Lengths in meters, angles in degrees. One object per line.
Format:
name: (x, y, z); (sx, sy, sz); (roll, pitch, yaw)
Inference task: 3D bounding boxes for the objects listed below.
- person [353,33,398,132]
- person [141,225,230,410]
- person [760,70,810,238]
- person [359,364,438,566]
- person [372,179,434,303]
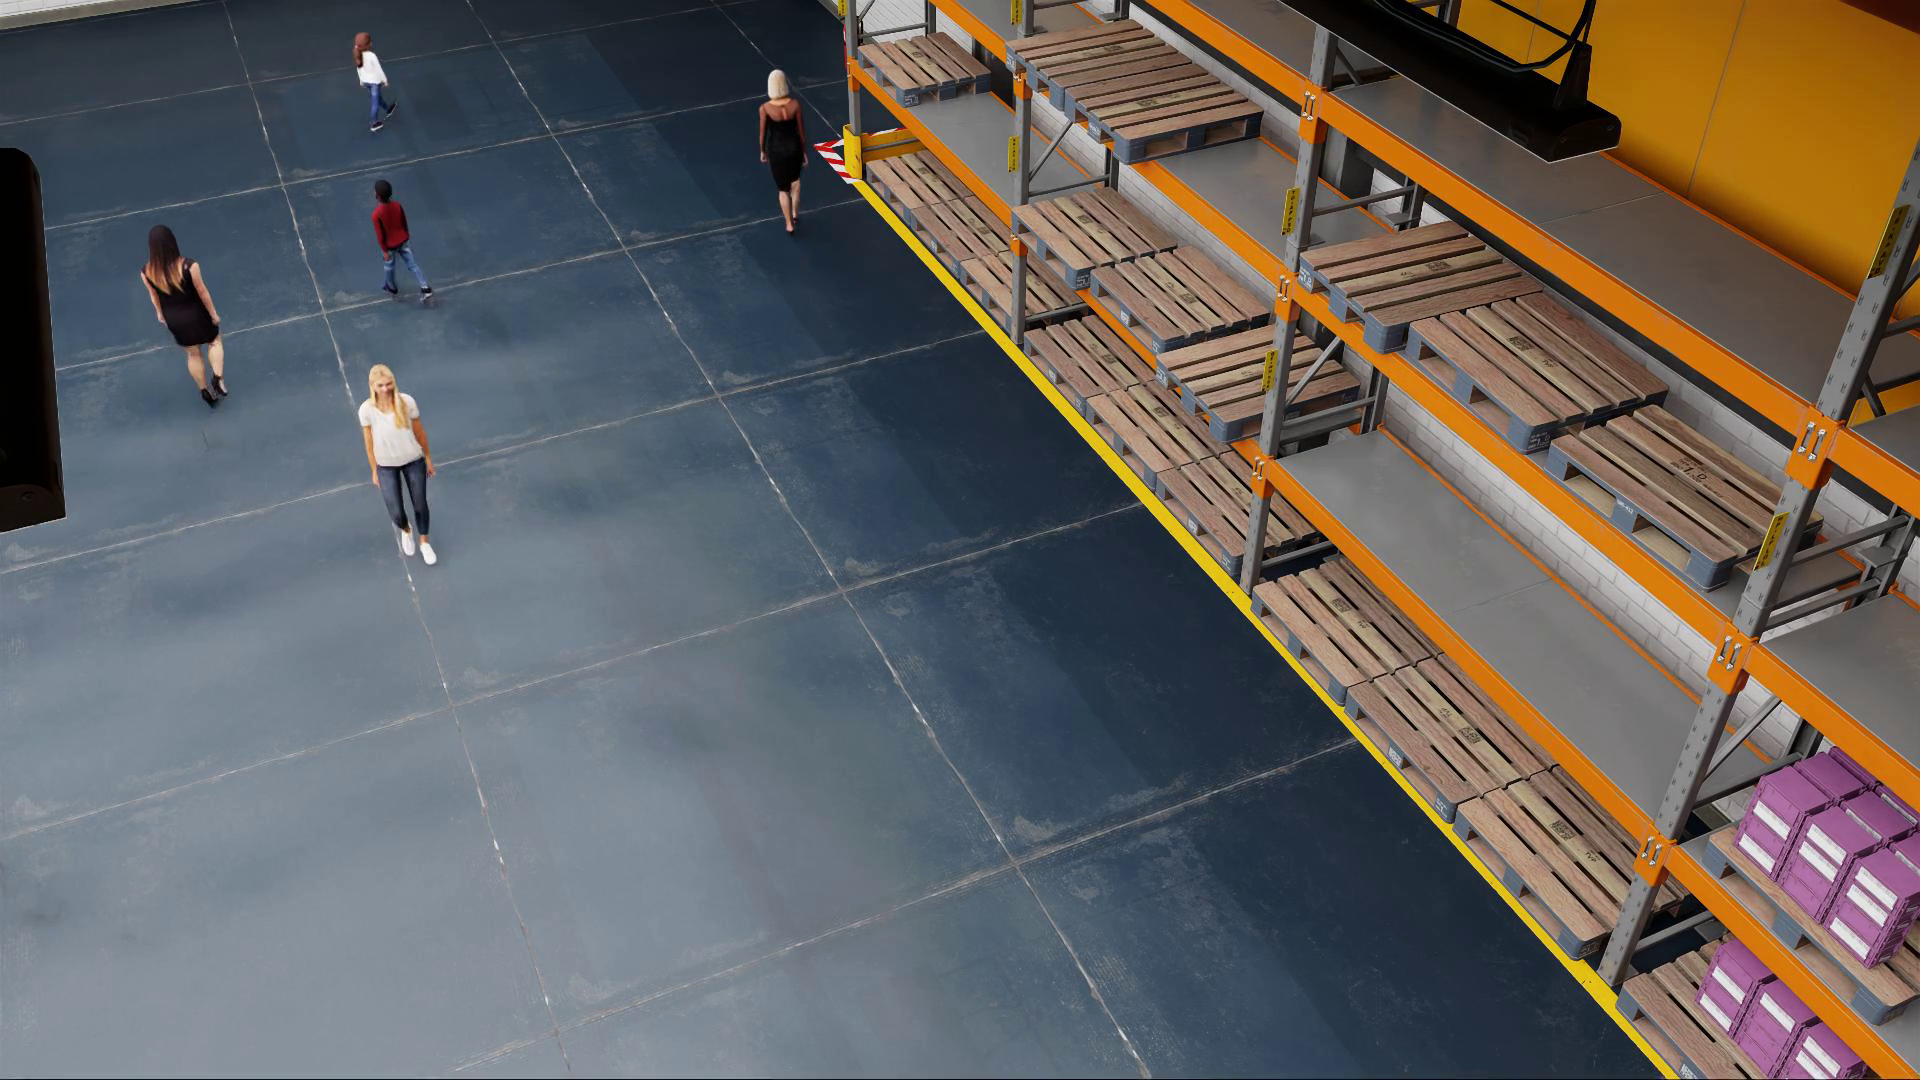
person: (-6.778, -5.247, 19.062); (0.763, 1.083, 0.780); (17, 42, 20)
person: (-6.660, -1.860, 14.328); (0.753, 1.699, 0.719); (-5, 39, -6)
person: (-1.757, -3.857, 16.809); (0.690, 1.724, 0.712); (-9, 39, -11)
person: (-4.283, -0.610, 12.684); (0.599, 1.797, 0.629); (-16, 41, -19)
person: (-5.366, -2.841, 15.918); (0.941, 1.247, 0.745); (27, 46, 30)
